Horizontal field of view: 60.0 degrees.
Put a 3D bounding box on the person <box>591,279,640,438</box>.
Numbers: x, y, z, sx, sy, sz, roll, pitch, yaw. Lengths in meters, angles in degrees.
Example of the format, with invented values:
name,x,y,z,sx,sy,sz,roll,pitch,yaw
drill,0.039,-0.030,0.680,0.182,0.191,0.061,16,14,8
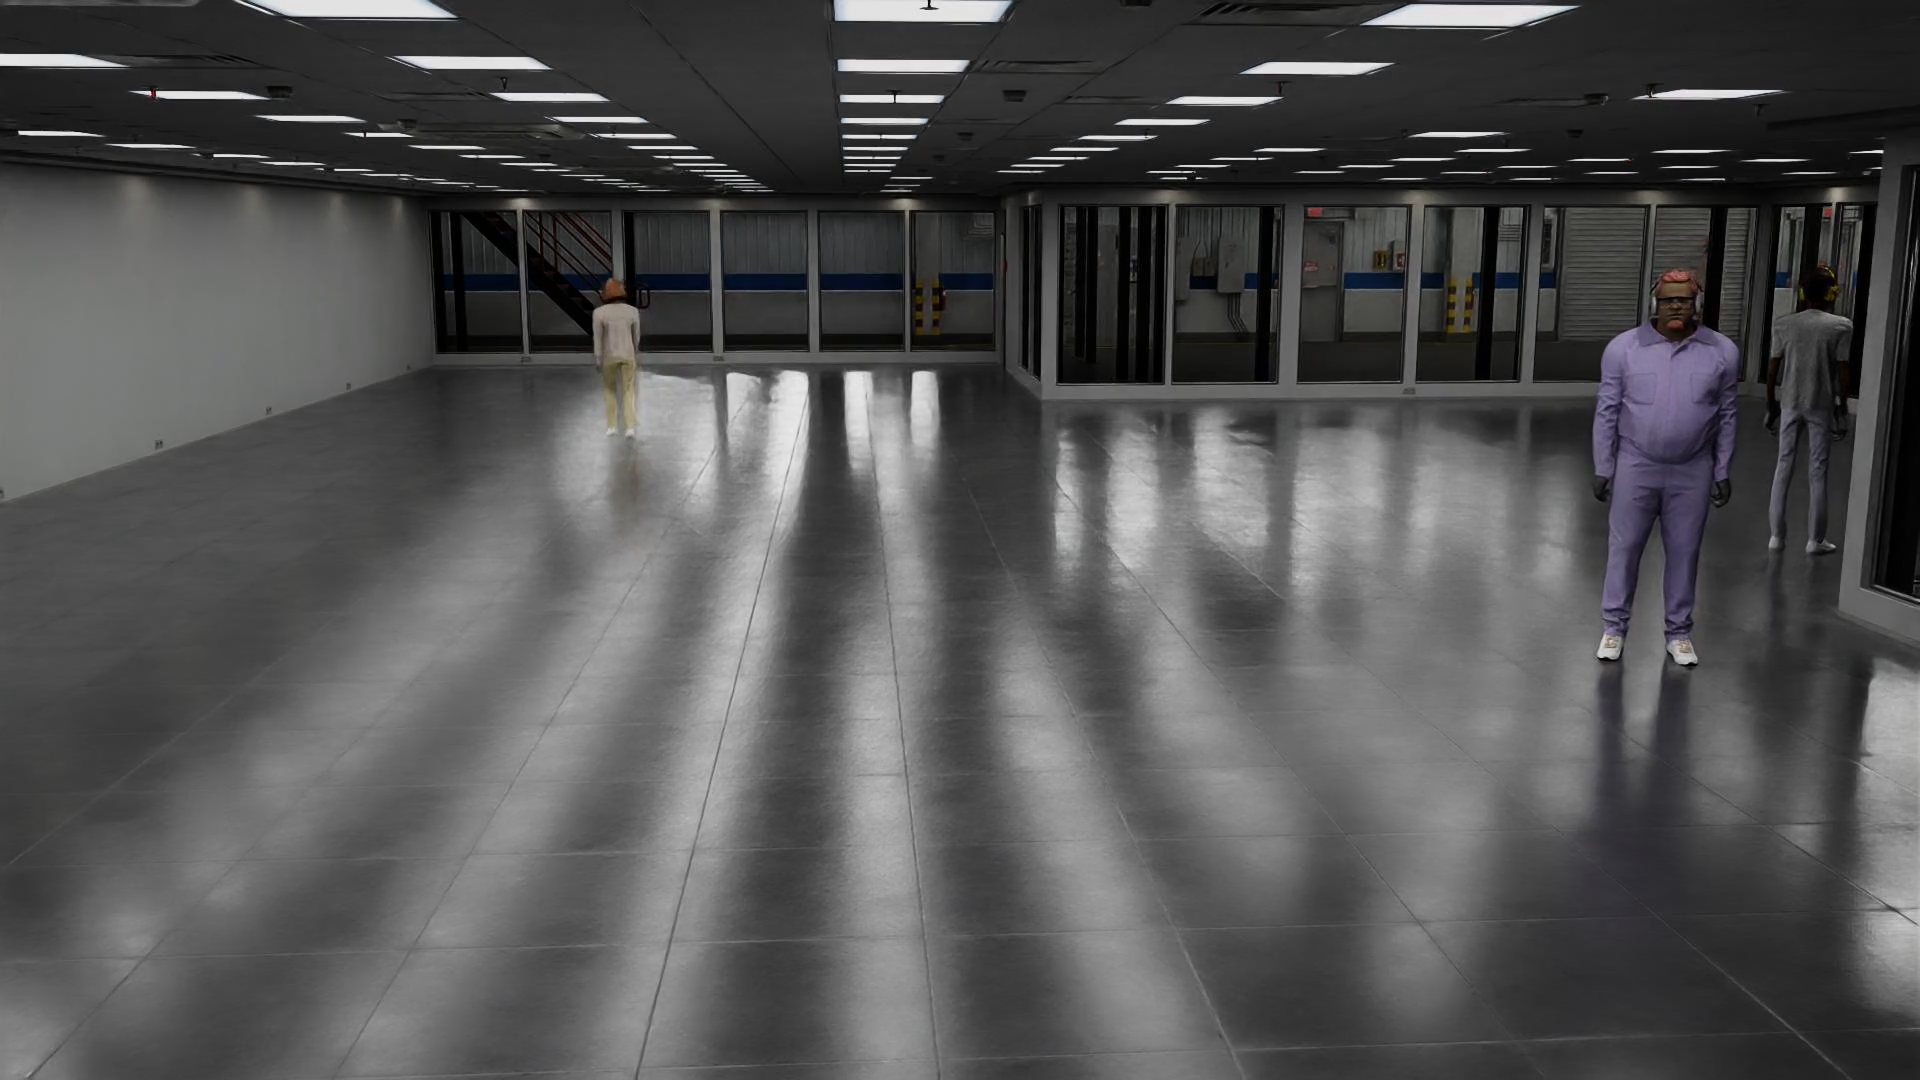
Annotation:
name,x,y,z,sx,sy,sz,roll,pitch,yaw
person,-3.482,-1.834,16.886,0.517,1.606,0.530,-5,11,-23

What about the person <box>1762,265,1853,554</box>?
name,x,y,z,sx,sy,sz,roll,pitch,yaw
person,5.511,-0.842,10.833,0.520,1.873,0.335,10,14,42

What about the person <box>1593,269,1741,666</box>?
name,x,y,z,sx,sy,sz,roll,pitch,yaw
person,3.396,-0.343,8.034,0.652,1.906,0.409,3,11,15
